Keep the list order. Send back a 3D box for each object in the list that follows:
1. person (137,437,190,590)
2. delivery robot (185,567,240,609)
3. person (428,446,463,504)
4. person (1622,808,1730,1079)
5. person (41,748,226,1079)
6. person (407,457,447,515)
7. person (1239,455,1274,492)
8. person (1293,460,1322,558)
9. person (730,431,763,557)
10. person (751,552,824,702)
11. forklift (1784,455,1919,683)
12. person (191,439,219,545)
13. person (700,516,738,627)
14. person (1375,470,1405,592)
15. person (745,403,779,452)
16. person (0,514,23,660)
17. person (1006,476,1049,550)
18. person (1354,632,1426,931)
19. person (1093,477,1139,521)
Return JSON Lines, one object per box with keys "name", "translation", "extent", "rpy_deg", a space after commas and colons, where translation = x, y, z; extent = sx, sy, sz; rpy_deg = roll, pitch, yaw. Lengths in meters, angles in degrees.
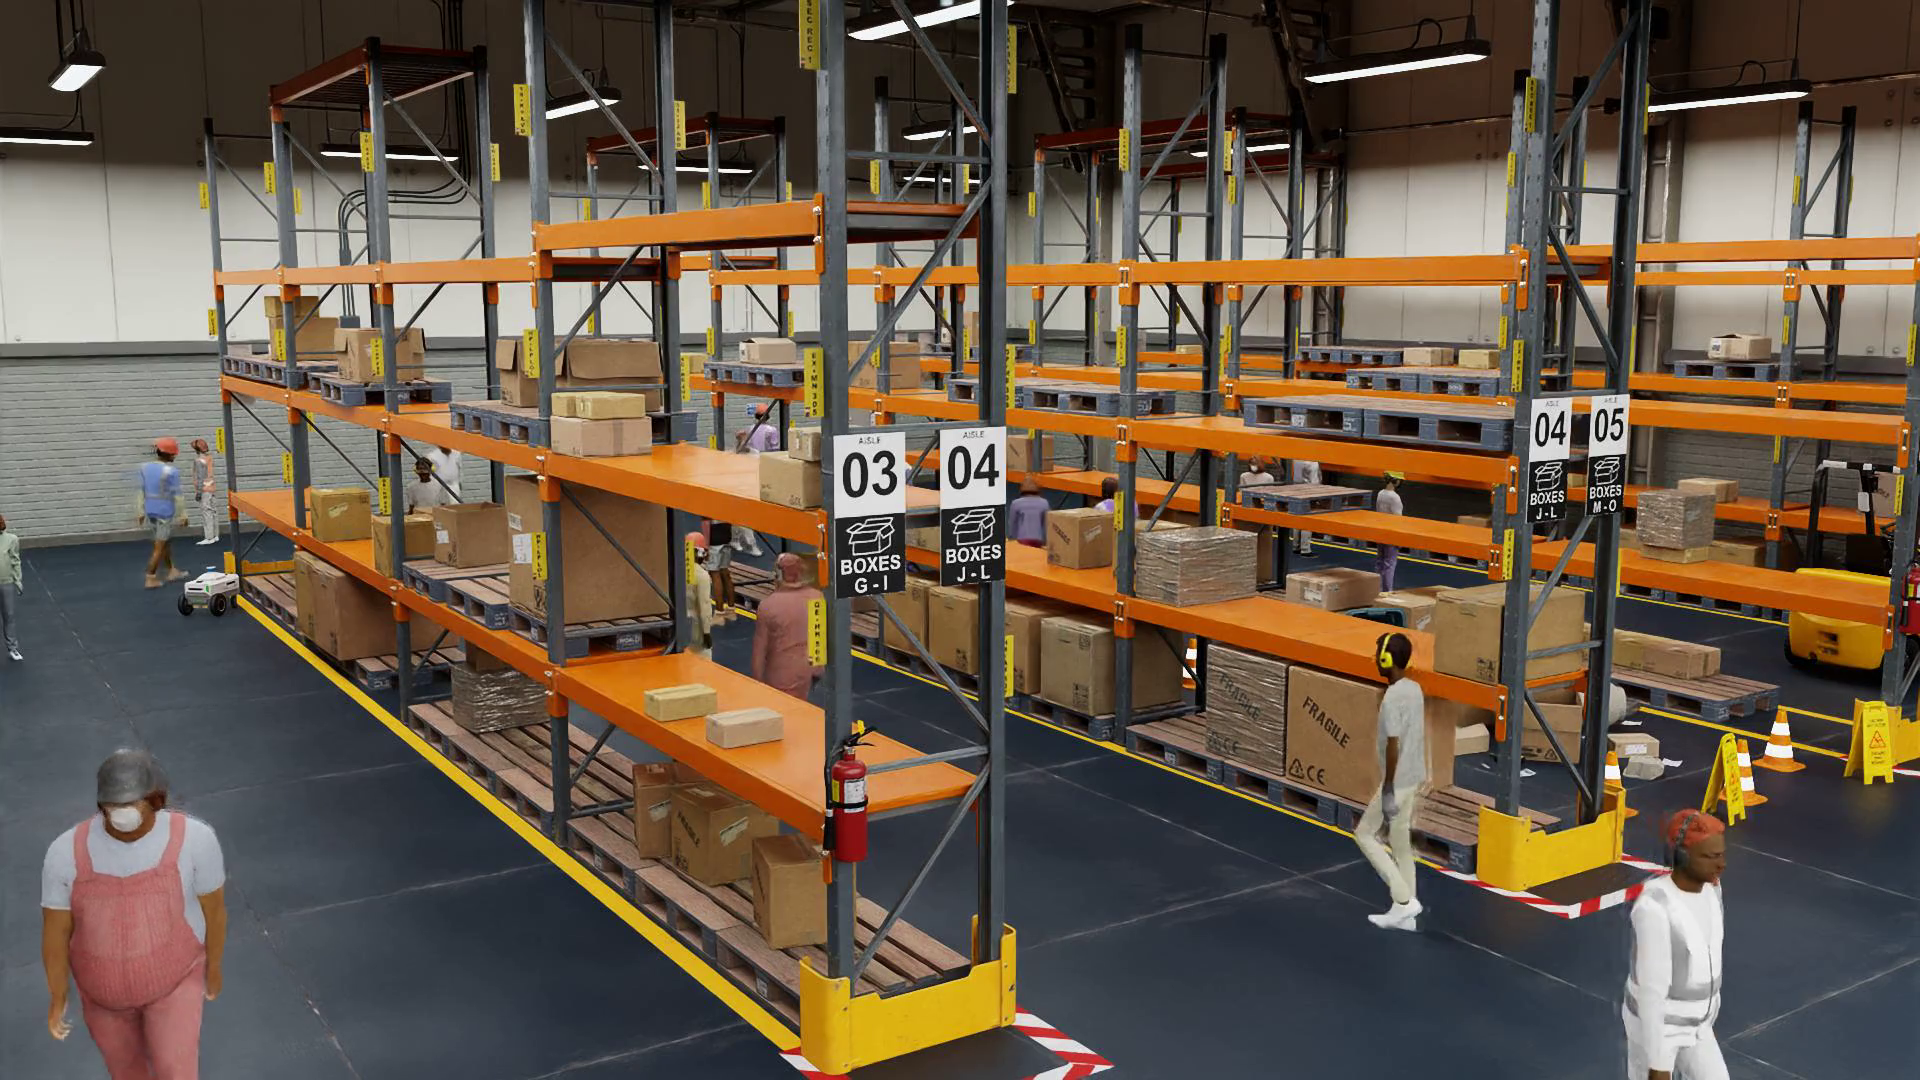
{"name": "person", "translation": [-10.420, -0.362, 21.926], "extent": [0.642, 1.993, 0.920], "rpy_deg": [4, 9, 23]}
{"name": "delivery robot", "translation": [-9.081, 0.567, 20.201], "extent": [0.477, 0.478, 0.707], "rpy_deg": [1, 9, 8]}
{"name": "person", "translation": [-8.158, -0.884, 26.463], "extent": [0.588, 1.674, 0.930], "rpy_deg": [-6, 10, -35]}
{"name": "person", "translation": [2.890, 1.993, 6.685], "extent": [0.594, 1.866, 0.544], "rpy_deg": [-6, 11, -36]}
{"name": "person", "translation": [-3.503, 1.851, 7.040], "extent": [0.695, 2.000, 0.968], "rpy_deg": [-2, 9, -15]}
{"name": "person", "translation": [-6.647, -0.122, 20.800], "extent": [0.499, 1.861, 0.326], "rpy_deg": [-1, 9, -7]}
{"name": "person", "translation": [4.150, -0.398, 23.366], "extent": [0.507, 1.631, 0.275], "rpy_deg": [4, 10, 27]}
{"name": "person", "translation": [5.098, -0.643, 24.383], "extent": [0.405, 1.824, 0.586], "rpy_deg": [-3, 9, -18]}
{"name": "person", "translation": [-3.211, -0.709, 24.725], "extent": [1.023, 1.859, 0.646], "rpy_deg": [8, 12, 44]}
{"name": "person", "translation": [-1.330, 1.029, 13.056], "extent": [0.657, 1.881, 0.816], "rpy_deg": [-7, 11, -40]}
{"name": "forklift", "translation": [9.643, 0.253, 17.172], "extent": [2.313, 2.155, 1.214], "rpy_deg": [-6, 10, -33]}
{"name": "person", "translation": [-11.645, -0.745, 25.656], "extent": [0.312, 1.639, 0.512], "rpy_deg": [0, 9, -3]}
{"name": "person", "translation": [-2.884, 0.000, 19.412], "extent": [0.434, 2.031, 0.610], "rpy_deg": [3, 9, 19]}
{"name": "person", "translation": [5.335, -0.048, 20.611], "extent": [0.318, 1.764, 0.522], "rpy_deg": [-2, 9, -13]}
{"name": "person", "translation": [-3.274, -1.262, 27.761], "extent": [0.616, 2.040, 0.382], "rpy_deg": [3, 9, 22]}
{"name": "person", "translation": [-10.149, 0.480, 17.509], "extent": [0.505, 1.635, 0.277], "rpy_deg": [-7, 11, -39]}
{"name": "person", "translation": [0.842, -0.002, 20.830], "extent": [0.518, 1.588, 0.830], "rpy_deg": [-2, 9, -13]}
{"name": "person", "translation": [2.652, 1.482, 10.166], "extent": [0.439, 1.840, 0.526], "rpy_deg": [6, 10, 35]}
{"name": "person", "translation": [1.781, 0.178, 19.007], "extent": [0.627, 1.804, 0.959], "rpy_deg": [-3, 9, -19]}
